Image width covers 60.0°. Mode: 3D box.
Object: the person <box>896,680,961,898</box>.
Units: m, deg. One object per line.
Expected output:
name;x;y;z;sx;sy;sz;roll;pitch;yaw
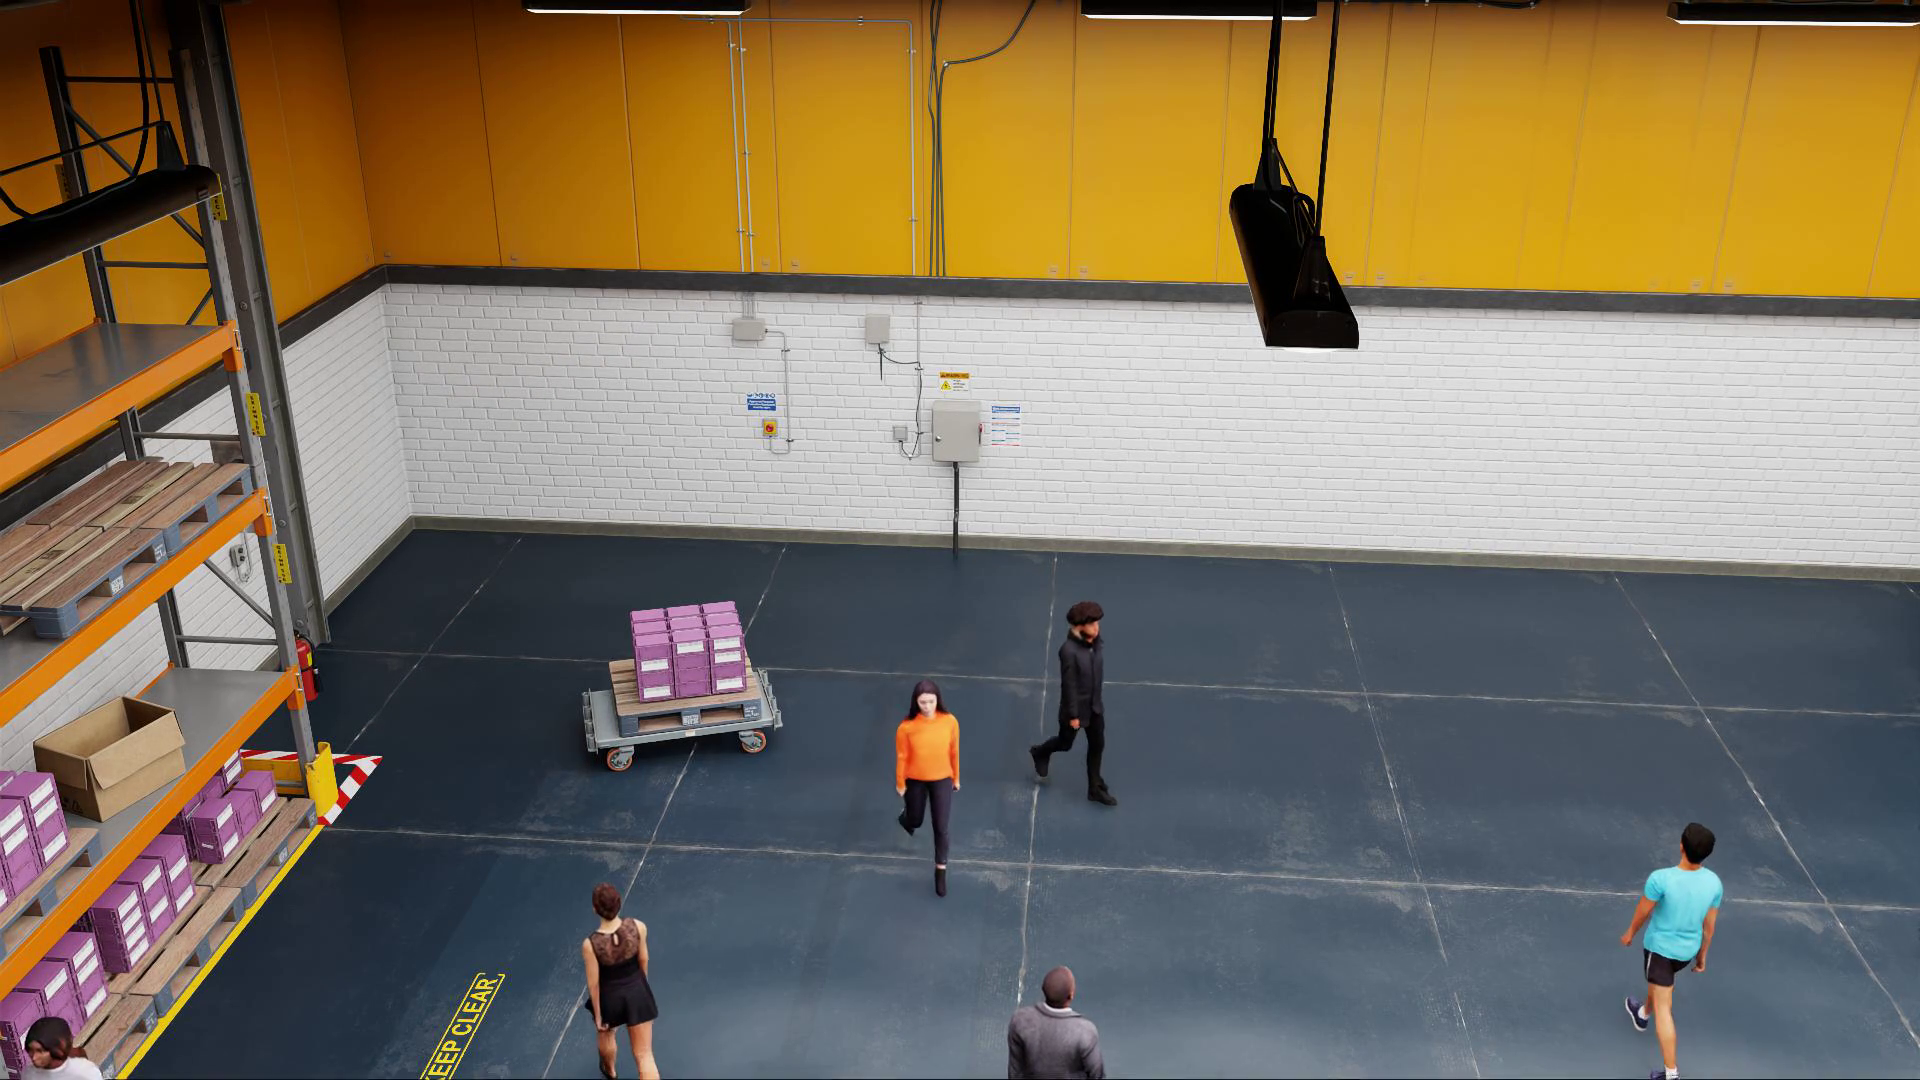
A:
person;-0.268;1.765;12.417;0.849;1.720;1.122;-7;24;-15

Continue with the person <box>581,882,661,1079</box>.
person;-2.015;2.837;10.072;0.930;1.634;1.182;-10;26;-22

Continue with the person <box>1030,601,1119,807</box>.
person;0.914;1.298;13.440;1.074;1.757;1.126;-20;30;-38

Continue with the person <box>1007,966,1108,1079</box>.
person;0.527;3.125;9.184;0.775;1.817;0.688;8;25;18

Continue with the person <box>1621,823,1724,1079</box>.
person;4.482;2.634;10.414;0.734;1.731;1.186;-1;24;-2

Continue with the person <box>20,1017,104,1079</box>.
person;-4.744;3.252;9.033;0.607;1.707;0.622;4;24;9
